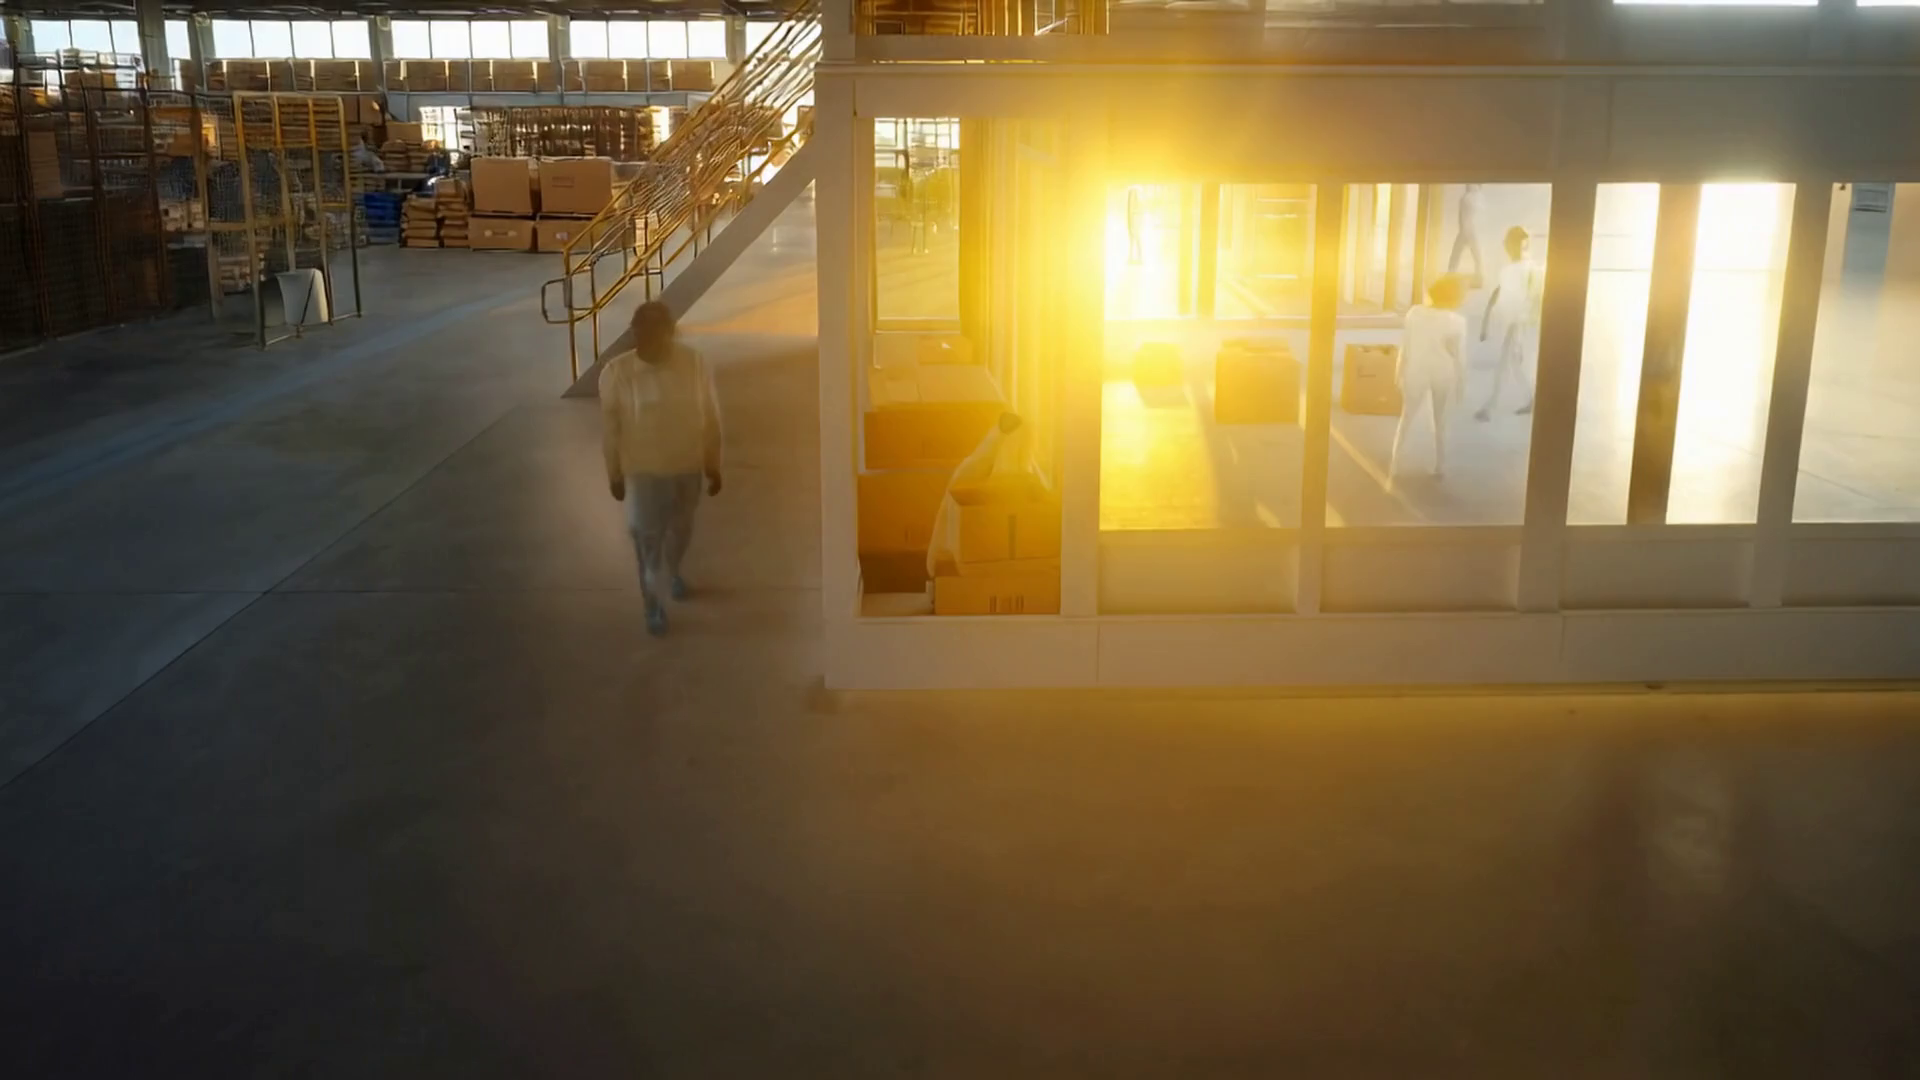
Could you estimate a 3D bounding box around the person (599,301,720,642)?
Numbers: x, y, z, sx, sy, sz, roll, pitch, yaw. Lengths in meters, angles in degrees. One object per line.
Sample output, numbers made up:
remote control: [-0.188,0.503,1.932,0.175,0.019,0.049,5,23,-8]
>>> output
person: [-1.647,-0.413,9.151,0.632,1.815,0.799,-5,15,-18]

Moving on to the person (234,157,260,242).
person: [-16.161,-7.651,37.671,0.630,2.017,0.838,3,14,11]

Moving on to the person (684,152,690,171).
person: [-10.619,-14.430,65.271,0.329,1.765,0.533,-14,19,-43]

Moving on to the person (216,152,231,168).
person: [-25.084,-12.318,56.759,0.608,1.804,0.664,1,14,3]

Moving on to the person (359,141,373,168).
person: [-27.732,-17.564,77.408,0.630,1.951,0.880,7,16,26]

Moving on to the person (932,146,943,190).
person: [-0.943,-15.671,70.114,0.523,1.819,0.614,8,16,29]

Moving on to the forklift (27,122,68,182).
forklift: [-35.376,-14.773,64.377,1.129,2.768,1.873,-1,14,-2]

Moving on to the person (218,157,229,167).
person: [-24.049,-11.654,54.361,0.549,1.668,0.694,0,14,2]
